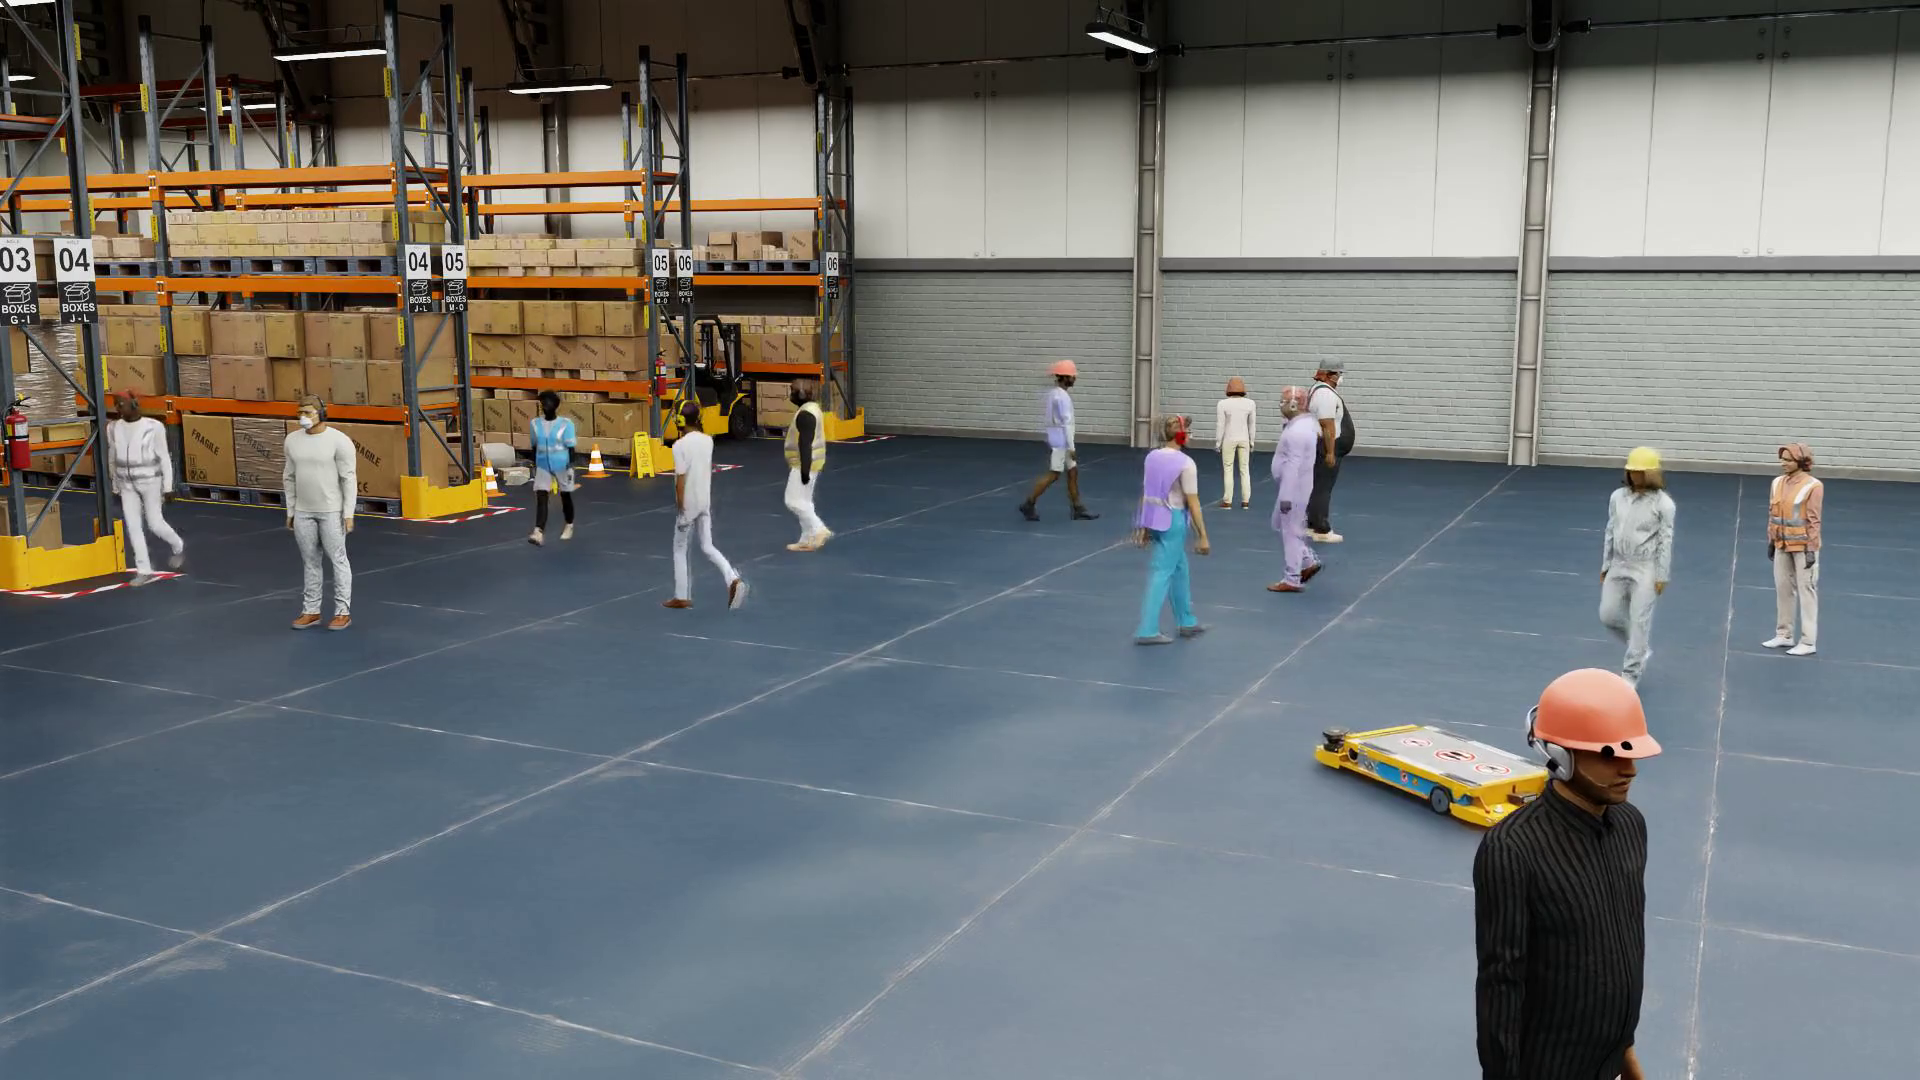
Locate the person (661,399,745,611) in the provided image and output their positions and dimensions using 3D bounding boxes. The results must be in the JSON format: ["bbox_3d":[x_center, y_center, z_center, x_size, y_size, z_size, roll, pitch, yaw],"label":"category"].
[{"bbox_3d":[-2.230,-0.289,14.282,0.793,1.851,0.509,7,12,36],"label":"person"}]

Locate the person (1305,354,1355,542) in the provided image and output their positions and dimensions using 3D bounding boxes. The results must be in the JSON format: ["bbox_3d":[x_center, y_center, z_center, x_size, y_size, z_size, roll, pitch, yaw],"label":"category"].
[{"bbox_3d":[4.020,-1.009,18.097,0.535,2.000,0.687,0,9,0],"label":"person"}]

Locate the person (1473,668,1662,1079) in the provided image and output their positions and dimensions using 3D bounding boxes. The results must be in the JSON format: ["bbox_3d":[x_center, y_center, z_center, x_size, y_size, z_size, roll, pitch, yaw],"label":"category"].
[{"bbox_3d":[1.503,1.291,4.140,0.609,1.995,0.376,-7,12,-37],"label":"person"}]

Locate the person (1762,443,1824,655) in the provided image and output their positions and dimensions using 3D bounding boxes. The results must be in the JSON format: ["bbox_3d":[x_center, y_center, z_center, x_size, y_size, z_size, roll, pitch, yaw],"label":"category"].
[{"bbox_3d":[6.409,0.066,12.785,0.327,1.626,0.515,-3,10,-16],"label":"person"}]

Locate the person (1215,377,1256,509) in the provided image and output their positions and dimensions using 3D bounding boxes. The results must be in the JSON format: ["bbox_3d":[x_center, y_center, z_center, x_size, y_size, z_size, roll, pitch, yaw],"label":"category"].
[{"bbox_3d":[3.385,-1.191,20.461,0.504,1.631,0.280,-1,9,-9],"label":"person"}]

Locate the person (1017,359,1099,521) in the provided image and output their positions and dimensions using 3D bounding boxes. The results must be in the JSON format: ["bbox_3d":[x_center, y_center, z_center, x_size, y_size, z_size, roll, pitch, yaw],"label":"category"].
[{"bbox_3d":[1.138,-1.158,19.435,0.935,1.909,0.547,0,9,-3],"label":"person"}]

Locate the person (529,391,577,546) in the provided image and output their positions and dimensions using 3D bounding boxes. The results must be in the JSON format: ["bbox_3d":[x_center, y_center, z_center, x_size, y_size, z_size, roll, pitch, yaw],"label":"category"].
[{"bbox_3d":[-4.371,-0.769,17.797,0.549,1.642,0.858,1,9,9],"label":"person"}]

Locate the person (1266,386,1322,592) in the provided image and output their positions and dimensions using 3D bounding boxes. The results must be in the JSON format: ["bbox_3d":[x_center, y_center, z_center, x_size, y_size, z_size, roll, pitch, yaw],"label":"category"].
[{"bbox_3d":[3.011,-0.455,15.141,0.425,1.892,0.674,3,10,17],"label":"person"}]

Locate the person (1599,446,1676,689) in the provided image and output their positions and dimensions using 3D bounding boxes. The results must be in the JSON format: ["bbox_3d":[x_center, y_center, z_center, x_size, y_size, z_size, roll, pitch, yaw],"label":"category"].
[{"bbox_3d":[4.730,0.201,11.609,0.442,1.729,0.508,-7,11,-35],"label":"person"}]

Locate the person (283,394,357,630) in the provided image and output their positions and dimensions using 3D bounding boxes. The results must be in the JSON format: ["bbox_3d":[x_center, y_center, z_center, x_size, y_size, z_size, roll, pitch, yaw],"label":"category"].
[{"bbox_3d":[-5.232,-0.225,13.606,0.627,1.941,0.374,2,9,12],"label":"person"}]

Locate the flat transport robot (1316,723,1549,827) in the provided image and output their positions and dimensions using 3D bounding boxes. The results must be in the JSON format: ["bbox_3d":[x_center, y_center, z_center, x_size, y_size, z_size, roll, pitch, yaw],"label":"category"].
[{"bbox_3d":[2.730,1.291,9.406,0.652,0.197,1.431,-5,10,-27],"label":"flat transport robot"}]

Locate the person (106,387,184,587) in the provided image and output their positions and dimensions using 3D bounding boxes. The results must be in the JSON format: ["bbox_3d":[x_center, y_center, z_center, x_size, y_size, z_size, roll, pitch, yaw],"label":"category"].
[{"bbox_3d":[-7.684,-0.525,15.691,0.599,1.863,0.702,1,9,5],"label":"person"}]

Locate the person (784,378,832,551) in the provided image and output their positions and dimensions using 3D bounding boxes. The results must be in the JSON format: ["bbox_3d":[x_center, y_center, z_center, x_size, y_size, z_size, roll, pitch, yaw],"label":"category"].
[{"bbox_3d":[-1.620,-0.769,17.278,0.444,1.824,0.647,0,9,0],"label":"person"}]

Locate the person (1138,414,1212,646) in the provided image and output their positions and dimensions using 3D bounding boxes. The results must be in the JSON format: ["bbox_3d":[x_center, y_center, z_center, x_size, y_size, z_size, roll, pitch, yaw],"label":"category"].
[{"bbox_3d":[1.763,-0.079,13.073,0.854,1.808,0.581,-4,10,-25],"label":"person"}]
